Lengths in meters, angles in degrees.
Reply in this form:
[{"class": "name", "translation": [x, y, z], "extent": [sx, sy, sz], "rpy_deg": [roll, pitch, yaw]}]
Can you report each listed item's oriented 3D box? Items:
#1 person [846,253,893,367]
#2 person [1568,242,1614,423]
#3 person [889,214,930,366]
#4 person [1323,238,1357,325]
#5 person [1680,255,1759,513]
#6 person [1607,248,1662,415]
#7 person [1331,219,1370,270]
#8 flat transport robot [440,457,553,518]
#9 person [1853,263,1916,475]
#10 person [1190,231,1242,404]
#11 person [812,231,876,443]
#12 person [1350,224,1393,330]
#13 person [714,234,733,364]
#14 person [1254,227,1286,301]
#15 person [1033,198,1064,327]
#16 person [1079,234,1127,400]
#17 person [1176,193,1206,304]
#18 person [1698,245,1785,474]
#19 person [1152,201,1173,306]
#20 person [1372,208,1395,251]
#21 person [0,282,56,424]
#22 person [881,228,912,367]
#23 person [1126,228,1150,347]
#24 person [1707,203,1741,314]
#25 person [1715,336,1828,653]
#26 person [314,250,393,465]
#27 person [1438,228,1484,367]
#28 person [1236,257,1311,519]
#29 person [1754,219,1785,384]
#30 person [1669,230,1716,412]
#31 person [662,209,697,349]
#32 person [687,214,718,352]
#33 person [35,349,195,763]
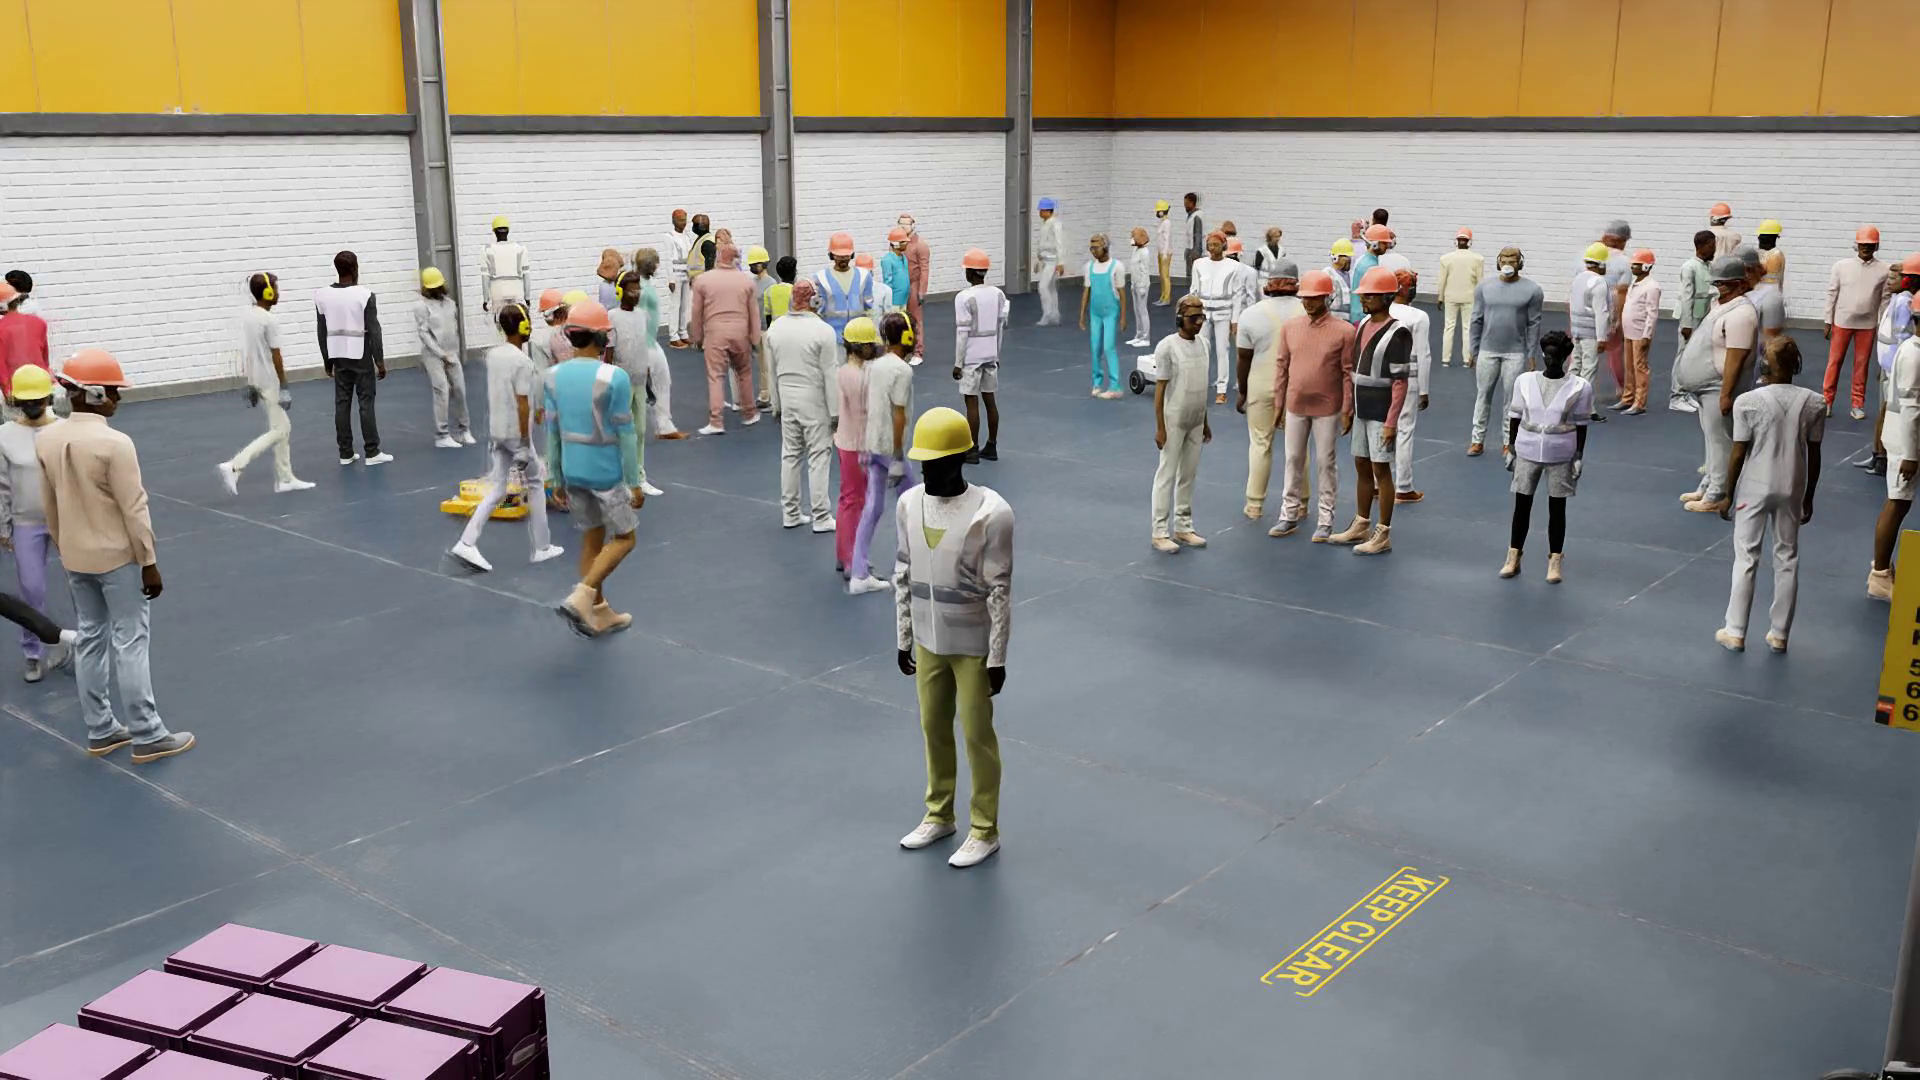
[{"class": "person", "translation": [-0.956, -2.056, 17.001], "extent": [0.557, 1.744, 0.345], "rpy_deg": [0, 14, 0]}, {"class": "person", "translation": [6.490, -2.132, 17.108], "extent": [0.403, 1.836, 0.591], "rpy_deg": [-2, 14, -9]}, {"class": "person", "translation": [-0.696, -3.174, 21.119], "extent": [0.647, 1.913, 0.409], "rpy_deg": [11, 18, 36]}, {"class": "person", "translation": [4.065, -2.332, 17.946], "extent": [0.405, 1.824, 0.585], "rpy_deg": [13, 19, 42]}, {"class": "person", "translation": [5.968, -1.241, 13.135], "extent": [0.535, 2.000, 0.679], "rpy_deg": [4, 15, 15]}, {"class": "person", "translation": [7.115, -2.192, 17.511], "extent": [0.327, 1.753, 0.560], "rpy_deg": [-1, 14, -3]}, {"class": "person", "translation": [4.784, -2.912, 20.087], "extent": [0.401, 1.904, 0.650], "rpy_deg": [-12, 18, -39]}, {"class": "flat transport robot", "translation": [-3.527, -0.443, 13.534], "extent": [0.652, 0.197, 1.431], "rpy_deg": [5, 15, 18]}, {"class": "person", "translation": [8.163, -1.481, 14.483], "extent": [0.396, 1.847, 0.564], "rpy_deg": [3, 14, 13]}, {"class": "person", "translation": [2.781, -2.434, 18.224], "extent": [0.572, 1.883, 0.356], "rpy_deg": [6, 15, 23]}, {"class": "person", "translation": [-1.105, -1.930, 15.915], "extent": [0.614, 2.030, 0.409], "rpy_deg": [-5, 15, -19]}, {"class": "person", "translation": [4.341, -2.341, 17.639], "extent": [0.406, 1.987, 0.615], "rpy_deg": [5, 15, 17]}, {"class": "person", "translation": [-2.991, -3.090, 21.326], "extent": [0.314, 1.643, 0.517], "rpy_deg": [-9, 17, -32]}, {"class": "person", "translation": [4.336, -3.657, 23.666], "extent": [0.504, 1.606, 0.761], "rpy_deg": [-9, 17, -32]}, {"class": "person", "translation": [1.272, -4.183, 25.102], "extent": [0.656, 1.925, 0.653], "rpy_deg": [-6, 15, -23]}, {"class": "person", "translation": [1.624, -2.490, 18.574], "extent": [0.595, 1.822, 0.421], "rpy_deg": [13, 19, 42]}, {"class": "person", "translation": [3.980, -4.868, 27.939], "extent": [0.590, 1.894, 0.687], "rpy_deg": [-1, 14, -3]}, {"class": "person", "translation": [6.920, -1.640, 14.727], "extent": [0.936, 2.000, 0.687], "rpy_deg": [-6, 15, -22]}, {"class": "person", "translation": [3.411, -4.823, 28.024], "extent": [0.343, 1.760, 0.527], "rpy_deg": [-1, 14, -6]}, {"class": "person", "translation": [5.645, -3.468, 22.286], "extent": [0.393, 1.916, 0.590], "rpy_deg": [7, 15, 24]}, {"class": "person", "translation": [-8.112, -1.384, 14.392], "extent": [0.886, 1.700, 0.570], "rpy_deg": [9, 16, 31]}, {"class": "person", "translation": [-0.777, -3.018, 20.805], "extent": [0.329, 1.753, 0.573], "rpy_deg": [6, 15, 23]}, {"class": "person", "translation": [2.475, -3.488, 22.960], "extent": [0.280, 1.625, 0.493], "rpy_deg": [-2, 14, -10]}, {"class": "person", "translation": [10.044, -3.474, 22.145], "extent": [0.618, 1.997, 0.373], "rpy_deg": [-2, 14, -8]}, {"class": "person", "translation": [4.662, -0.252, 9.589], "extent": [0.505, 1.840, 0.344], "rpy_deg": [2, 14, 9]}, {"class": "person", "translation": [-5.445, -1.623, 14.906], "extent": [0.597, 1.917, 0.379], "rpy_deg": [3, 14, 11]}, {"class": "person", "translation": [6.314, -3.058, 20.993], "extent": [0.561, 1.742, 0.337], "rpy_deg": [5, 15, 18]}, {"class": "person", "translation": [2.468, -1.178, 12.883], "extent": [0.675, 2.000, 0.537], "rpy_deg": [2, 14, 6]}, {"class": "person", "translation": [9.469, -2.797, 19.579], "extent": [0.384, 1.928, 0.589], "rpy_deg": [5, 15, 18]}, {"class": "person", "translation": [7.849, -2.347, 17.802], "extent": [0.392, 1.920, 0.589], "rpy_deg": [12, 18, 39]}, {"class": "person", "translation": [-3.832, -3.577, 22.793], "extent": [0.355, 1.880, 0.574], "rpy_deg": [5, 15, 20]}, {"class": "person", "translation": [-3.461, -3.463, 22.423], "extent": [0.429, 1.843, 0.627], "rpy_deg": [-5, 15, -20]}, {"class": "person", "translation": [-4.059, 0.084, 7.949], "extent": [0.608, 1.987, 0.391], "rpy_deg": [6, 15, 22]}]
